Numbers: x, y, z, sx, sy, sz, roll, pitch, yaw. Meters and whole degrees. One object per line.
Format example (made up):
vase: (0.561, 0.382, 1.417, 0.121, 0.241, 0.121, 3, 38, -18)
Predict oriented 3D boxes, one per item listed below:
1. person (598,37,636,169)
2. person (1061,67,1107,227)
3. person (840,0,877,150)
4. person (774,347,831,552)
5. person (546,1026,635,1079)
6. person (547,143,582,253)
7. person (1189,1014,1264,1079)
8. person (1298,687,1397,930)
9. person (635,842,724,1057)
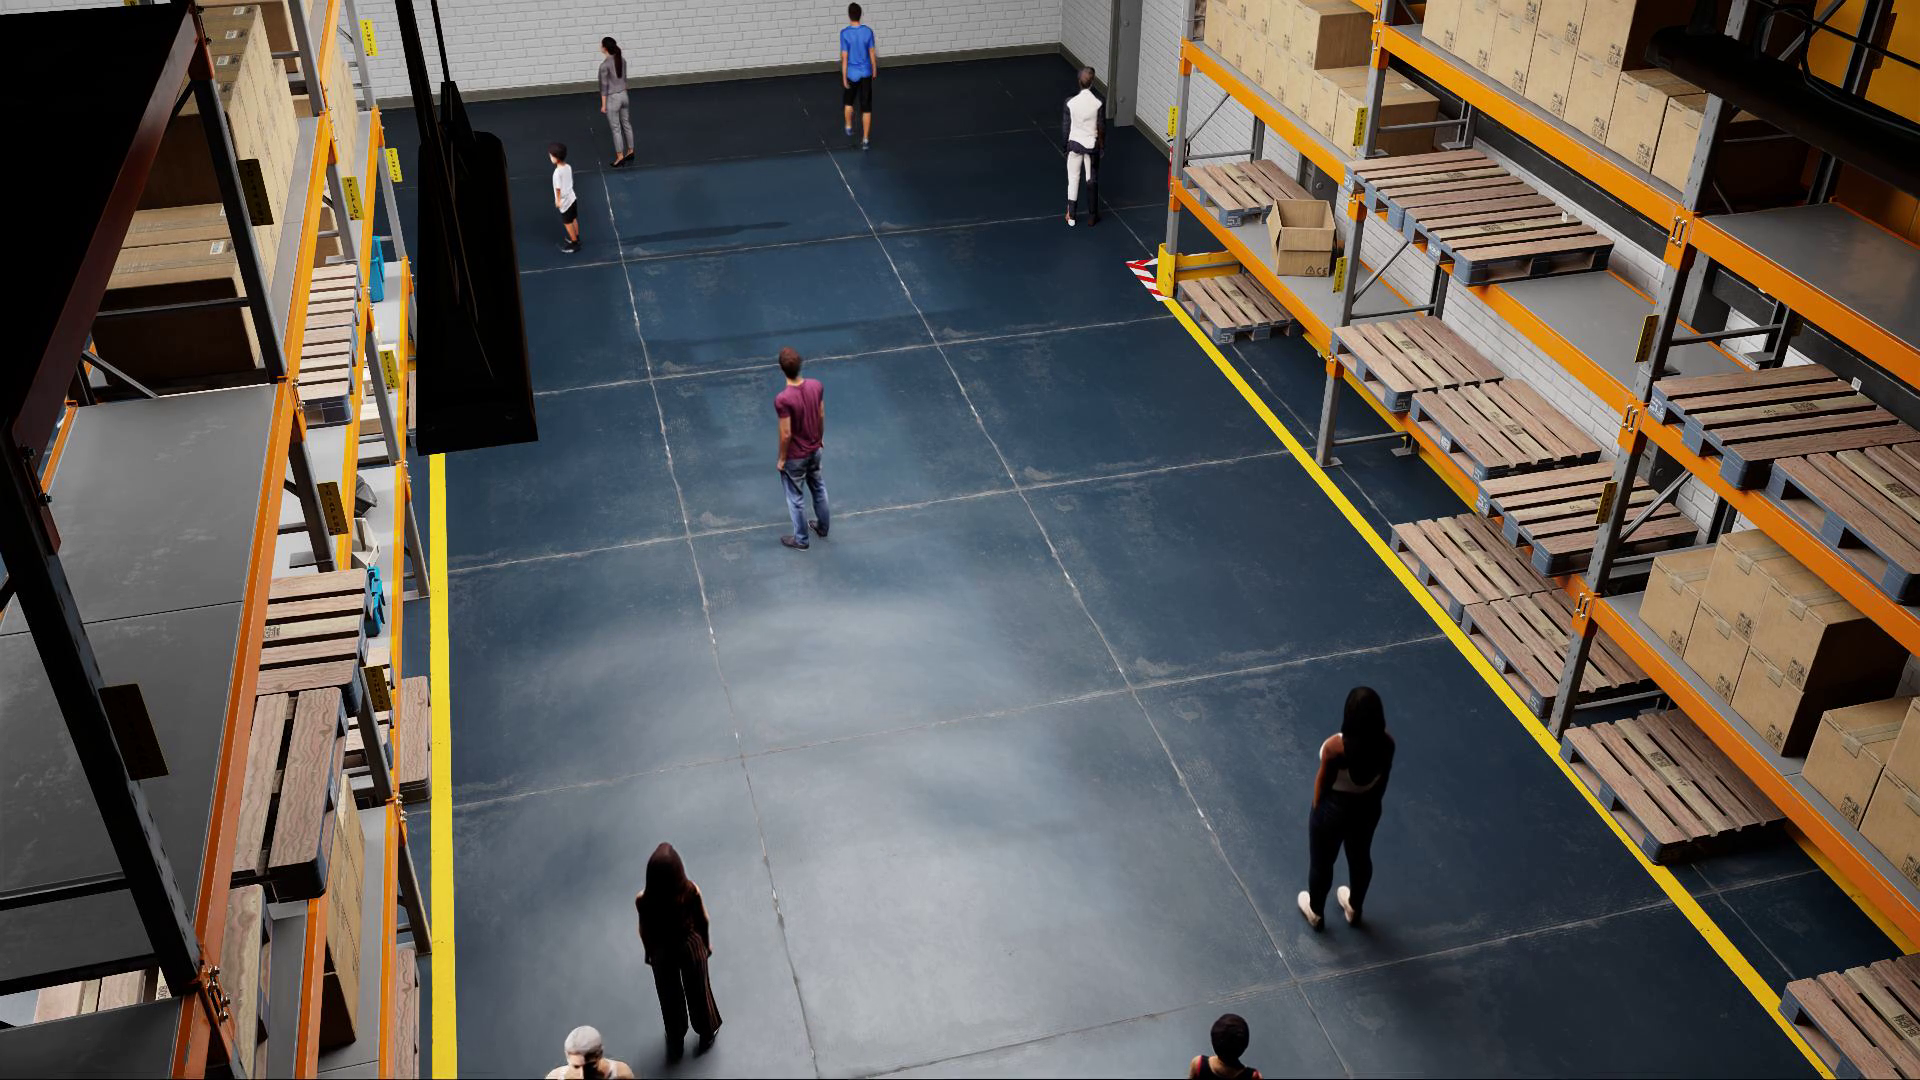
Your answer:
person: (-4.425, -5.644, 21.420, 0.781, 1.678, 0.726, 19, 38, 26)
person: (1.465, -4.662, 19.752, 0.757, 1.891, 0.731, 4, 34, 6)
person: (-1.316, -6.071, 21.925, 0.712, 1.830, 1.087, -4, 34, -6)
person: (-1.325, -0.764, 13.922, 0.740, 1.851, 0.738, 28, 43, 35)
person: (-1.818, 2.979, 8.439, 0.658, 1.688, 0.671, -5, 34, -7)
person: (-4.571, -4.001, 19.330, 0.776, 1.256, 0.679, 9, 35, 14)
person: (1.324, 3.011, 8.515, 0.620, 1.549, 0.656, 11, 35, 16)
person: (2.406, 1.675, 10.292, 0.617, 1.808, 0.583, -8, 34, -12)
person: (-1.619, 2.336, 9.519, 0.582, 1.562, 0.546, -4, 34, -6)
